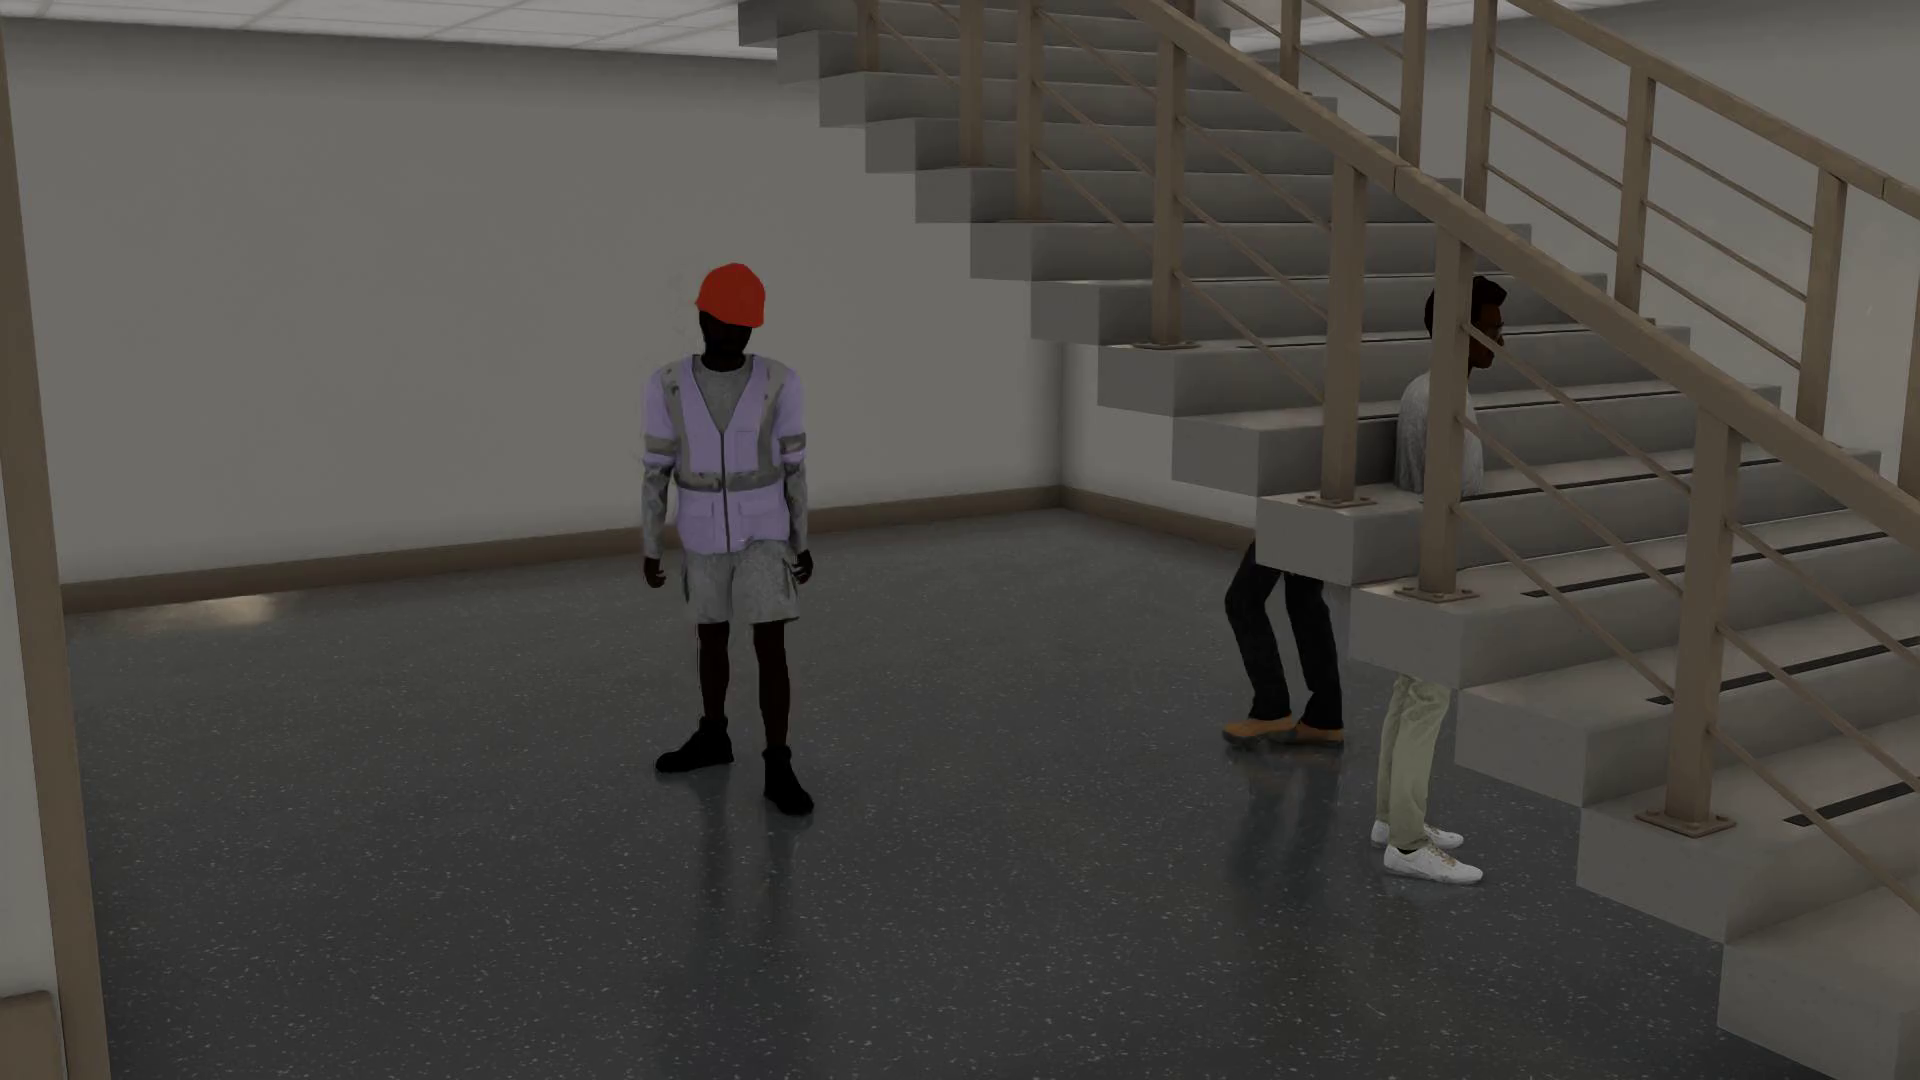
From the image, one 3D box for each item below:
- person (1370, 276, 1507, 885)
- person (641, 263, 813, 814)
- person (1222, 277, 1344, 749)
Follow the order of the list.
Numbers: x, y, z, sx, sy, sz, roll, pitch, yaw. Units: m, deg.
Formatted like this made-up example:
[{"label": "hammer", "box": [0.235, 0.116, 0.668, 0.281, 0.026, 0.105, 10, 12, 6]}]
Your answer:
[{"label": "person", "box": [1.487, 0.120, 5.177, 0.309, 1.864, 0.535, 1, 11, 7]}, {"label": "person", "box": [-0.839, -0.016, 5.865, 0.604, 1.894, 0.681, 0, 11, 0]}, {"label": "person", "box": [1.225, -0.078, 6.337, 0.594, 1.818, 0.593, 5, 12, 23]}]
